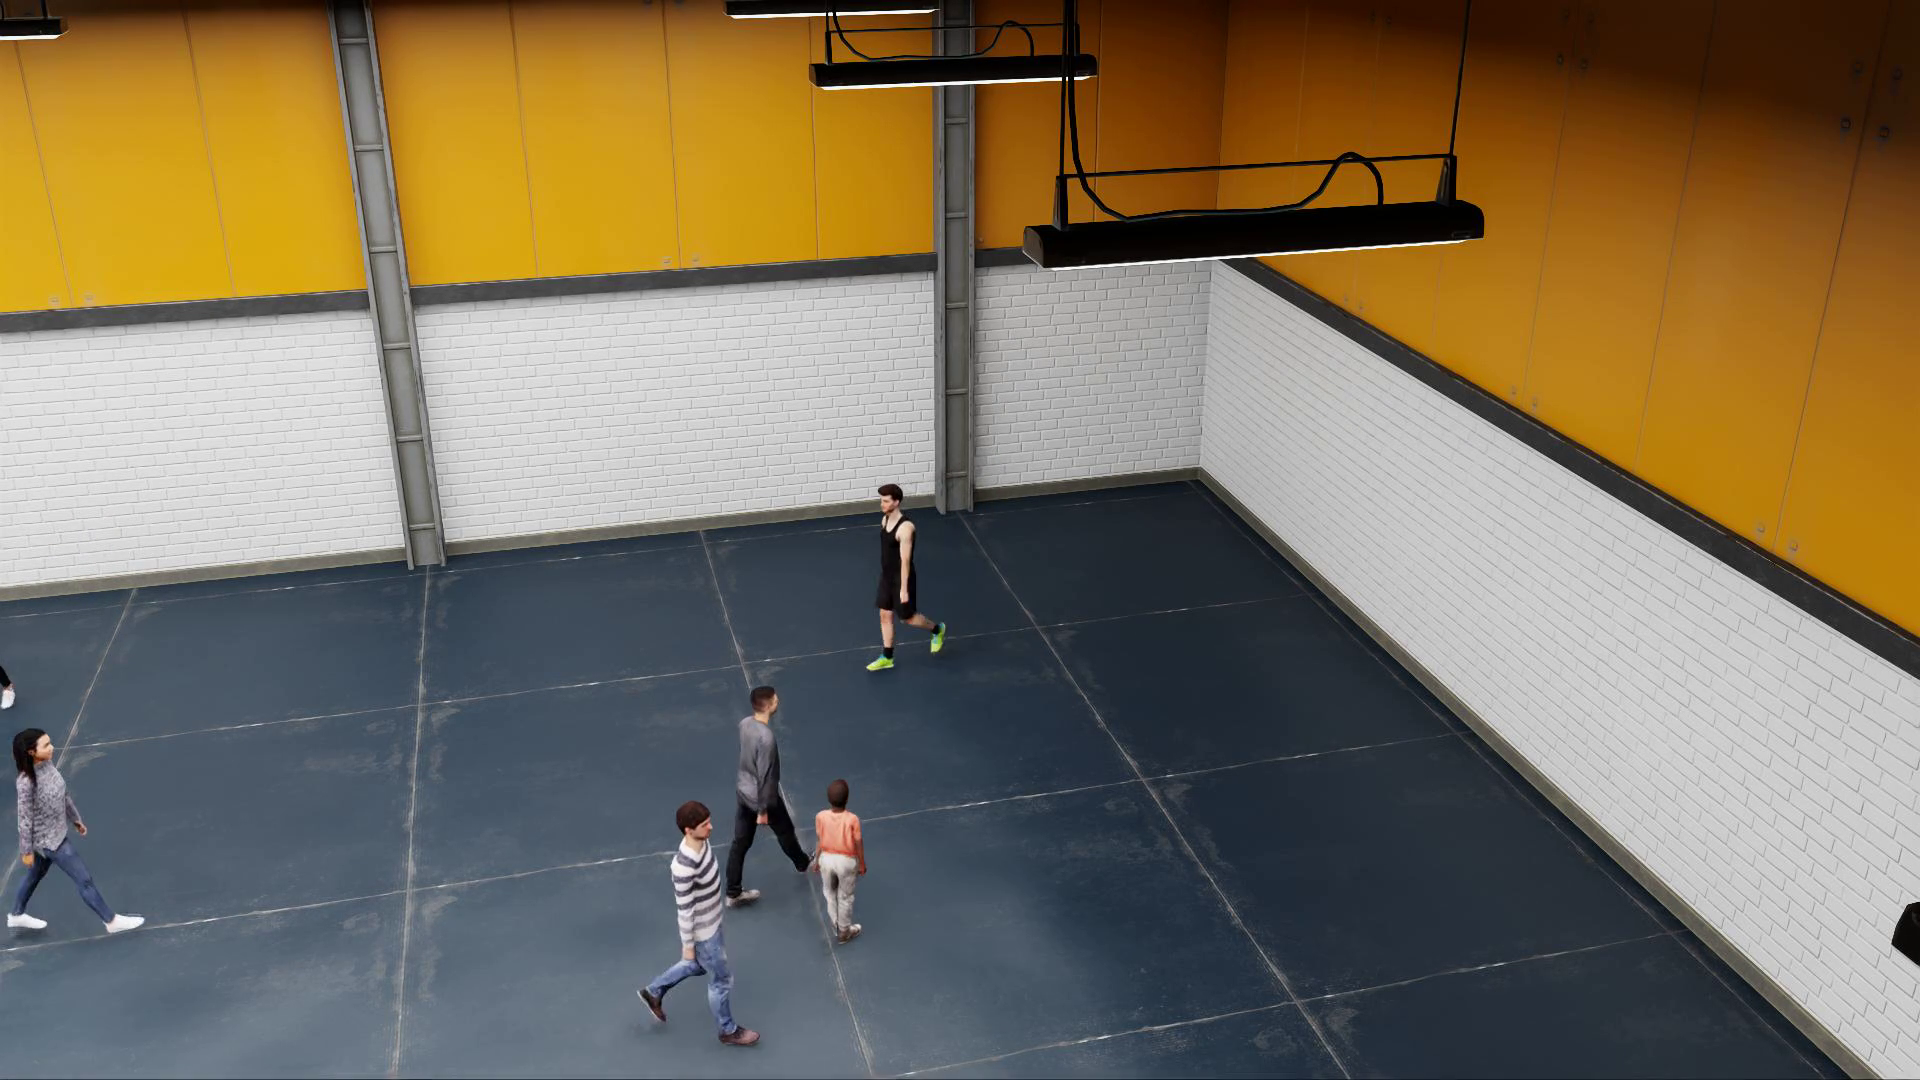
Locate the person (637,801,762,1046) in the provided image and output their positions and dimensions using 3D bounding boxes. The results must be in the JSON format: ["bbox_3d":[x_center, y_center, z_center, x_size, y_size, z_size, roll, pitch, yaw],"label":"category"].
[{"bbox_3d":[-1.775,2.507,10.847,1.171,1.828,0.902,2,24,5],"label":"person"}]

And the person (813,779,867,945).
[{"bbox_3d":[-0.890,2.322,11.923,0.583,1.305,0.672,6,24,14],"label":"person"}]

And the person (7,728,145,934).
[{"bbox_3d":[-6.606,2.133,11.888,1.214,1.679,0.688,-4,24,-9],"label":"person"}]

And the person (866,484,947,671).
[{"bbox_3d":[-0.506,0.345,15.747,1.190,1.865,0.933,-15,28,-31],"label":"person"}]

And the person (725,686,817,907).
[{"bbox_3d":[-1.558,1.941,12.285,1.206,1.713,0.947,-18,29,-35],"label":"person"}]
